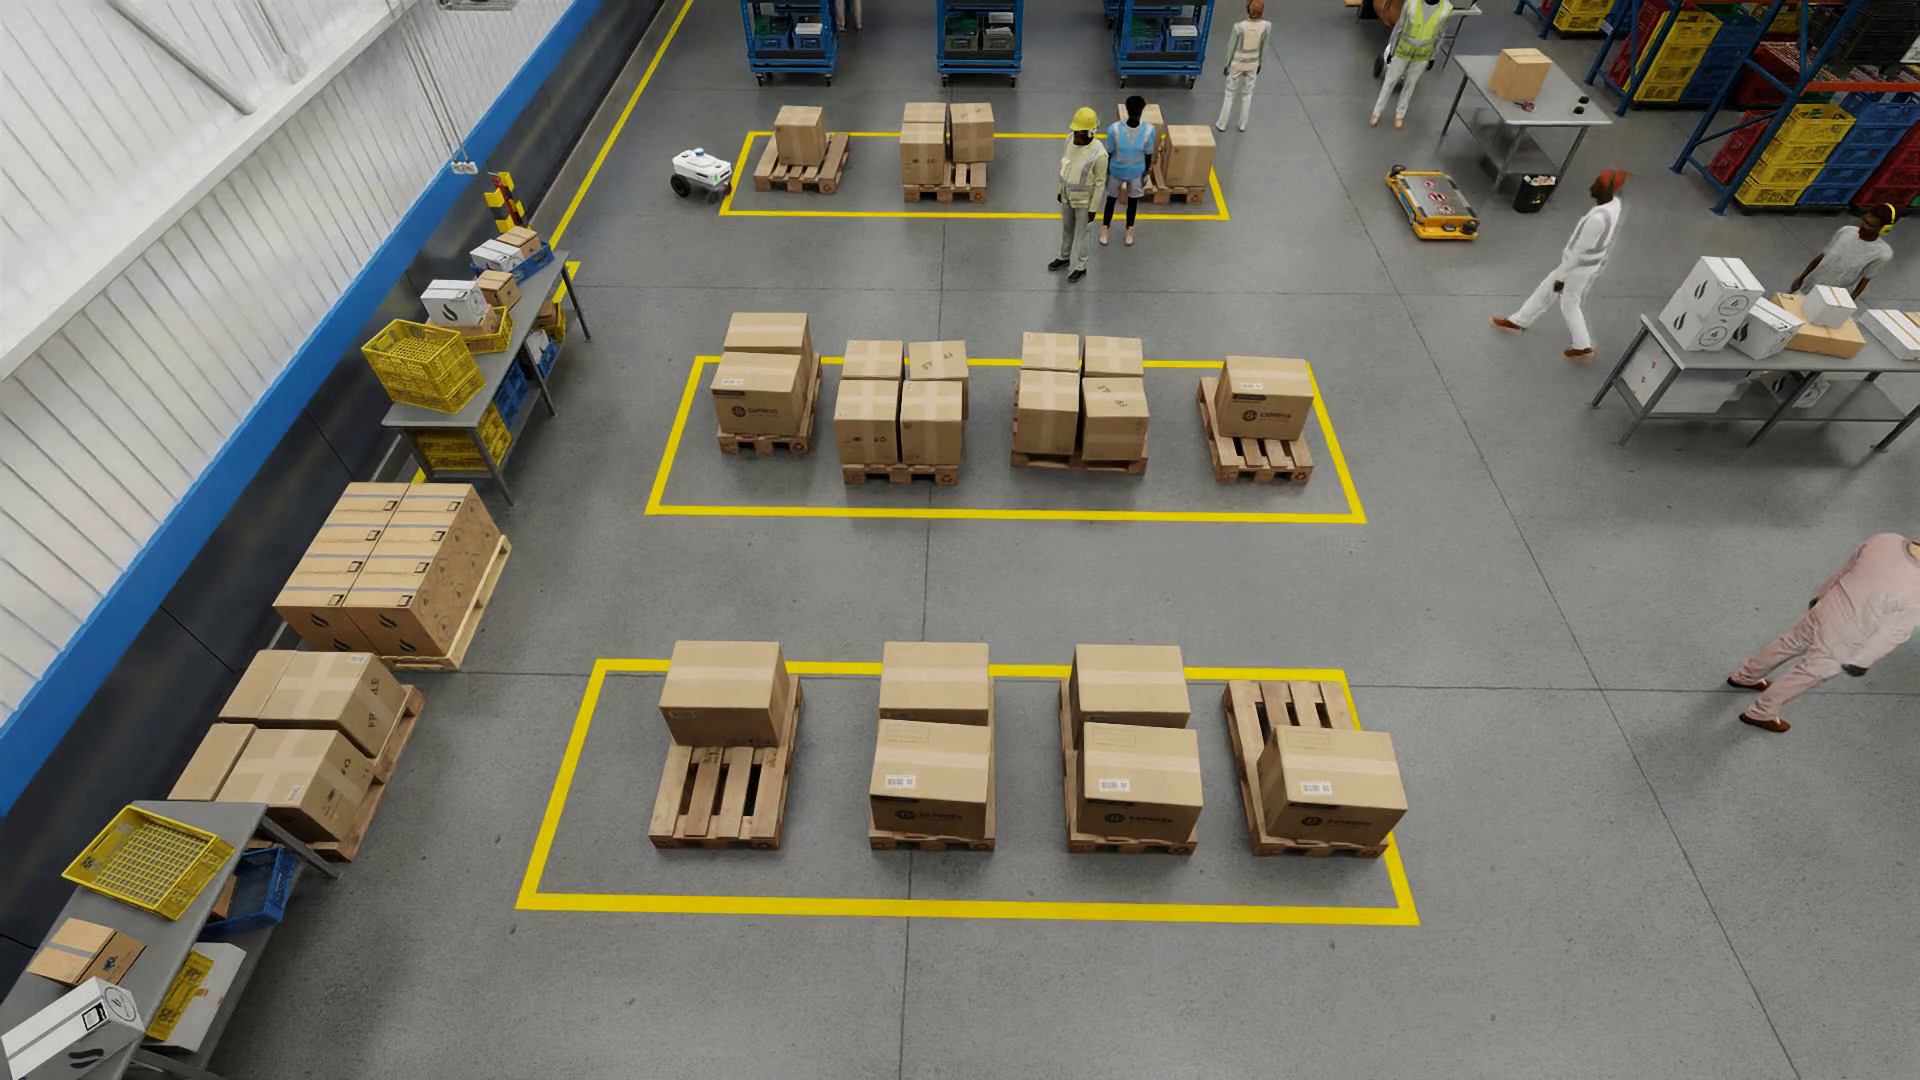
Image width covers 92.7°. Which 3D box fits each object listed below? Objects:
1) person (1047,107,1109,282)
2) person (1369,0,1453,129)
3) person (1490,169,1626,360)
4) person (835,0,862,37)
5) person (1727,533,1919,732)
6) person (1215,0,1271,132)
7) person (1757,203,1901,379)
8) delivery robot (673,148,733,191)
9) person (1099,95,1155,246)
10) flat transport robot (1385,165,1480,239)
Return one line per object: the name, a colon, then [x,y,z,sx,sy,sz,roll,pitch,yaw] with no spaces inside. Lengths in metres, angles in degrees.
person: [1.231,-3.604,9.609,0.403,1.833,0.591,-32,56,-24]
person: [5.912,-6.342,11.976,0.624,1.841,0.430,15,51,12]
person: [5.979,-2.614,8.756,0.965,1.841,0.629,31,56,24]
person: [-1.755,-8.840,14.048,0.625,1.980,0.411,-17,51,-14]
person: [5.790,0.561,5.965,0.401,1.900,0.647,11,50,9]
person: [3.699,-6.184,11.976,0.521,1.633,0.316,-1,49,-1]
person: [7.826,-2.211,8.386,0.326,1.862,0.518,-15,51,-13]
delivery robot: [-3.135,-4.528,11.188,0.707,0.478,0.477,23,53,19]
person: [1.820,-4.045,10.085,0.542,1.691,0.321,4,49,3]
flat transport robot: [5.692,-4.094,11.059,0.652,0.197,1.431,1,49,1]
